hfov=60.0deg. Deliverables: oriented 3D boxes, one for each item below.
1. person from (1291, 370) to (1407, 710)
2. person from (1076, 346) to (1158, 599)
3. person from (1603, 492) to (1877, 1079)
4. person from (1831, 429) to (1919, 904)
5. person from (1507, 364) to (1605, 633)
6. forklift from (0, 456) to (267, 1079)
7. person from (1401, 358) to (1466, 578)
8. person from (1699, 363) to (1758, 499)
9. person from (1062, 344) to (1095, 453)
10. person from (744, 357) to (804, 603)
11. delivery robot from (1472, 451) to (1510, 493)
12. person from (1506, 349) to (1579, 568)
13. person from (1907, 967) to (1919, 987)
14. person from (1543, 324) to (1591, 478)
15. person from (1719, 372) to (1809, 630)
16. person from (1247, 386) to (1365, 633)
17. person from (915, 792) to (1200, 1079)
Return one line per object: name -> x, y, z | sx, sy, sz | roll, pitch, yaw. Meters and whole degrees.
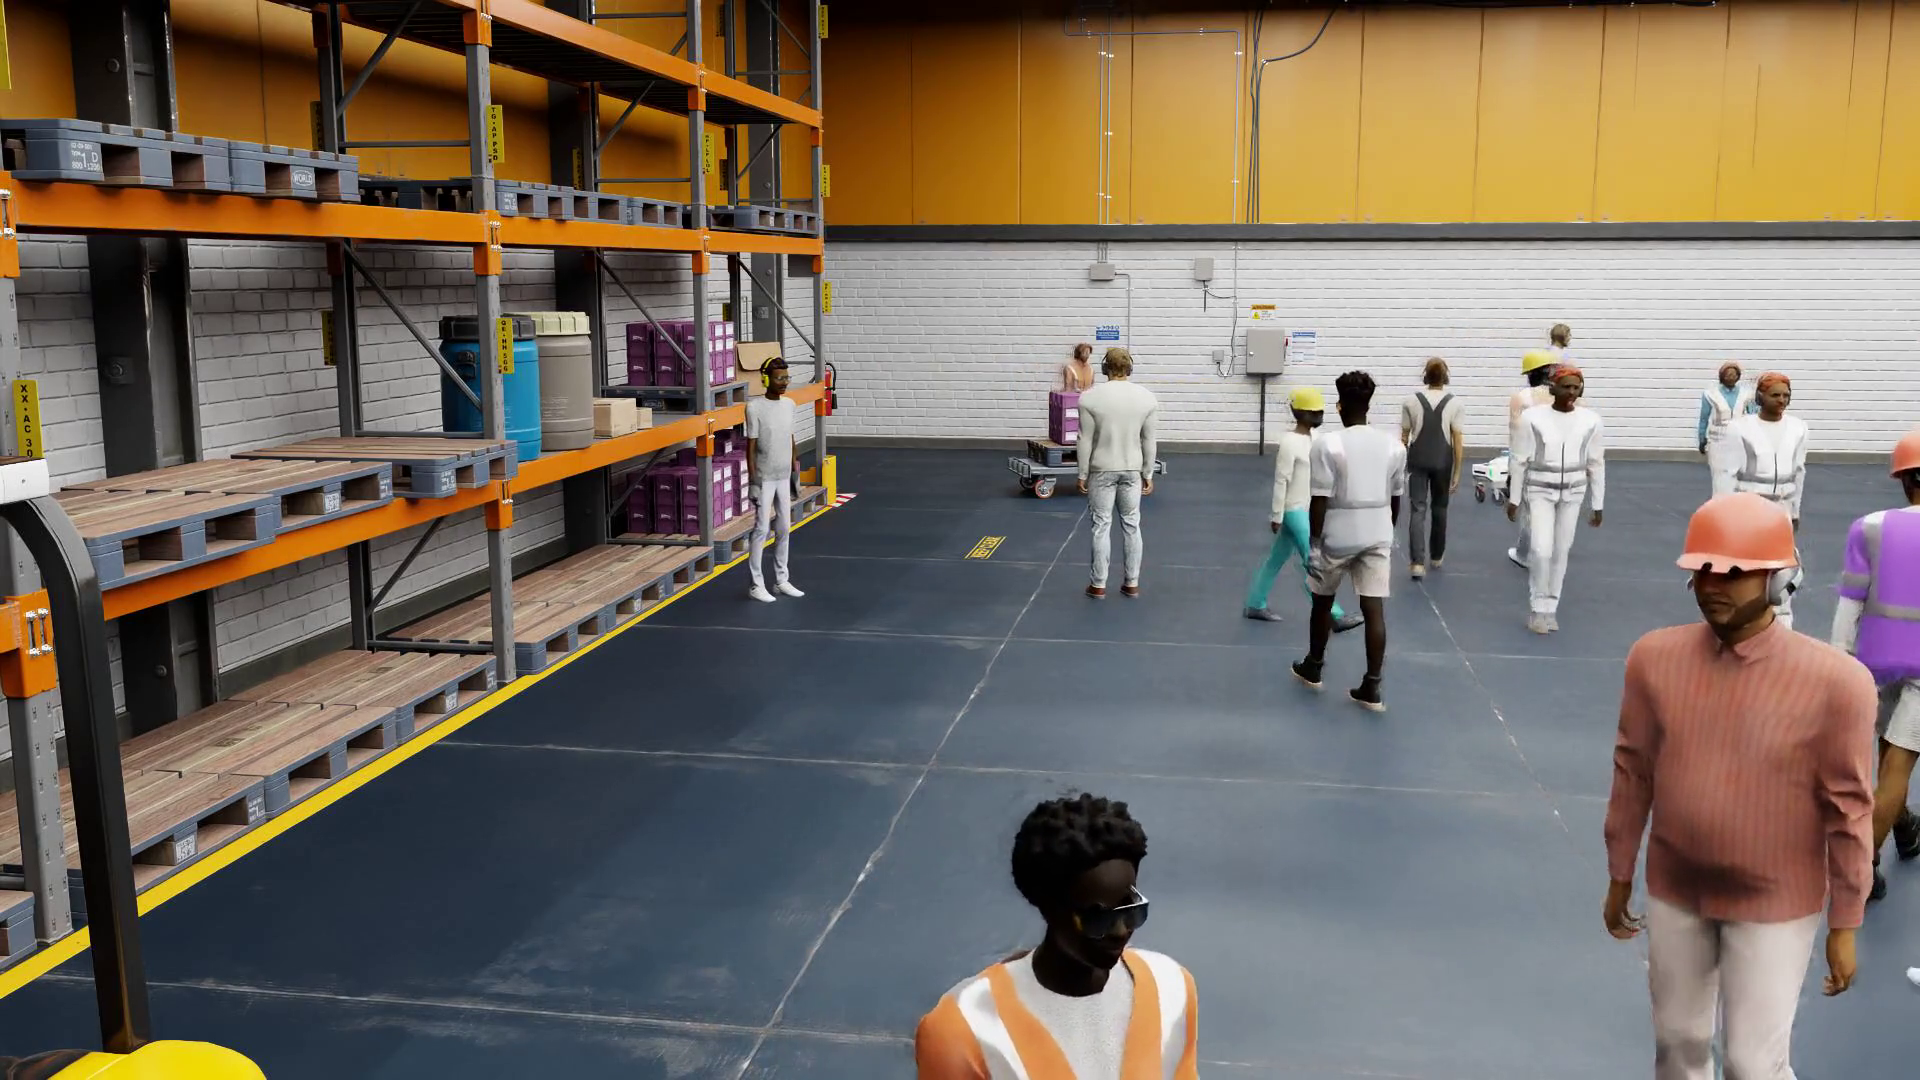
person -> 2.249, -0.025, 9.743 | 0.636, 1.925, 0.920 | -2, 9, -12
person -> 1.193, -0.507, 12.713 | 0.627, 1.936, 0.361 | -2, 9, -12
person -> 1.890, 0.862, 4.111 | 0.459, 1.983, 0.635 | -8, 12, -40
person -> 3.873, 0.490, 6.741 | 1.022, 1.862, 0.538 | -9, 13, -43
person -> 4.123, -0.270, 11.445 | 0.622, 1.863, 0.608 | 1, 9, 4
forklift -> -2.328, 0.975, 2.765 | 2.313, 2.155, 1.214 | 1, 9, 9
person -> 3.875, -0.595, 13.693 | 0.515, 1.806, 0.960 | 3, 10, 17
person -> 7.704, -0.984, 16.709 | 0.510, 1.590, 0.889 | 1, 9, 9
person -> 1.504, -1.696, 21.113 | 0.515, 1.582, 0.899 | -5, 11, -29
person -> -1.417, -0.460, 12.655 | 0.320, 1.861, 0.515 | 8, 12, 40
delivery robot -> 5.893, -0.720, 17.971 | 0.707, 0.478, 0.477 | -4, 10, -23
person -> 4.778, -0.626, 13.666 | 0.622, 1.856, 0.970 | 0, 9, -1
person -> 3.587, 0.790, 5.681 | 0.513, 1.620, 0.456 | -2, 9, -10
person -> 7.006, -1.570, 19.396 | 1.021, 1.882, 0.641 | 1, 9, 4
person -> 5.412, -0.227, 11.293 | 0.595, 1.841, 0.972 | 0, 9, 0
person -> 2.420, -0.217, 11.618 | 0.951, 1.707, 0.529 | 6, 11, 33
person -> 0.181, 1.228, 2.740 | 0.553, 1.684, 0.363 | -5, 11, -30
